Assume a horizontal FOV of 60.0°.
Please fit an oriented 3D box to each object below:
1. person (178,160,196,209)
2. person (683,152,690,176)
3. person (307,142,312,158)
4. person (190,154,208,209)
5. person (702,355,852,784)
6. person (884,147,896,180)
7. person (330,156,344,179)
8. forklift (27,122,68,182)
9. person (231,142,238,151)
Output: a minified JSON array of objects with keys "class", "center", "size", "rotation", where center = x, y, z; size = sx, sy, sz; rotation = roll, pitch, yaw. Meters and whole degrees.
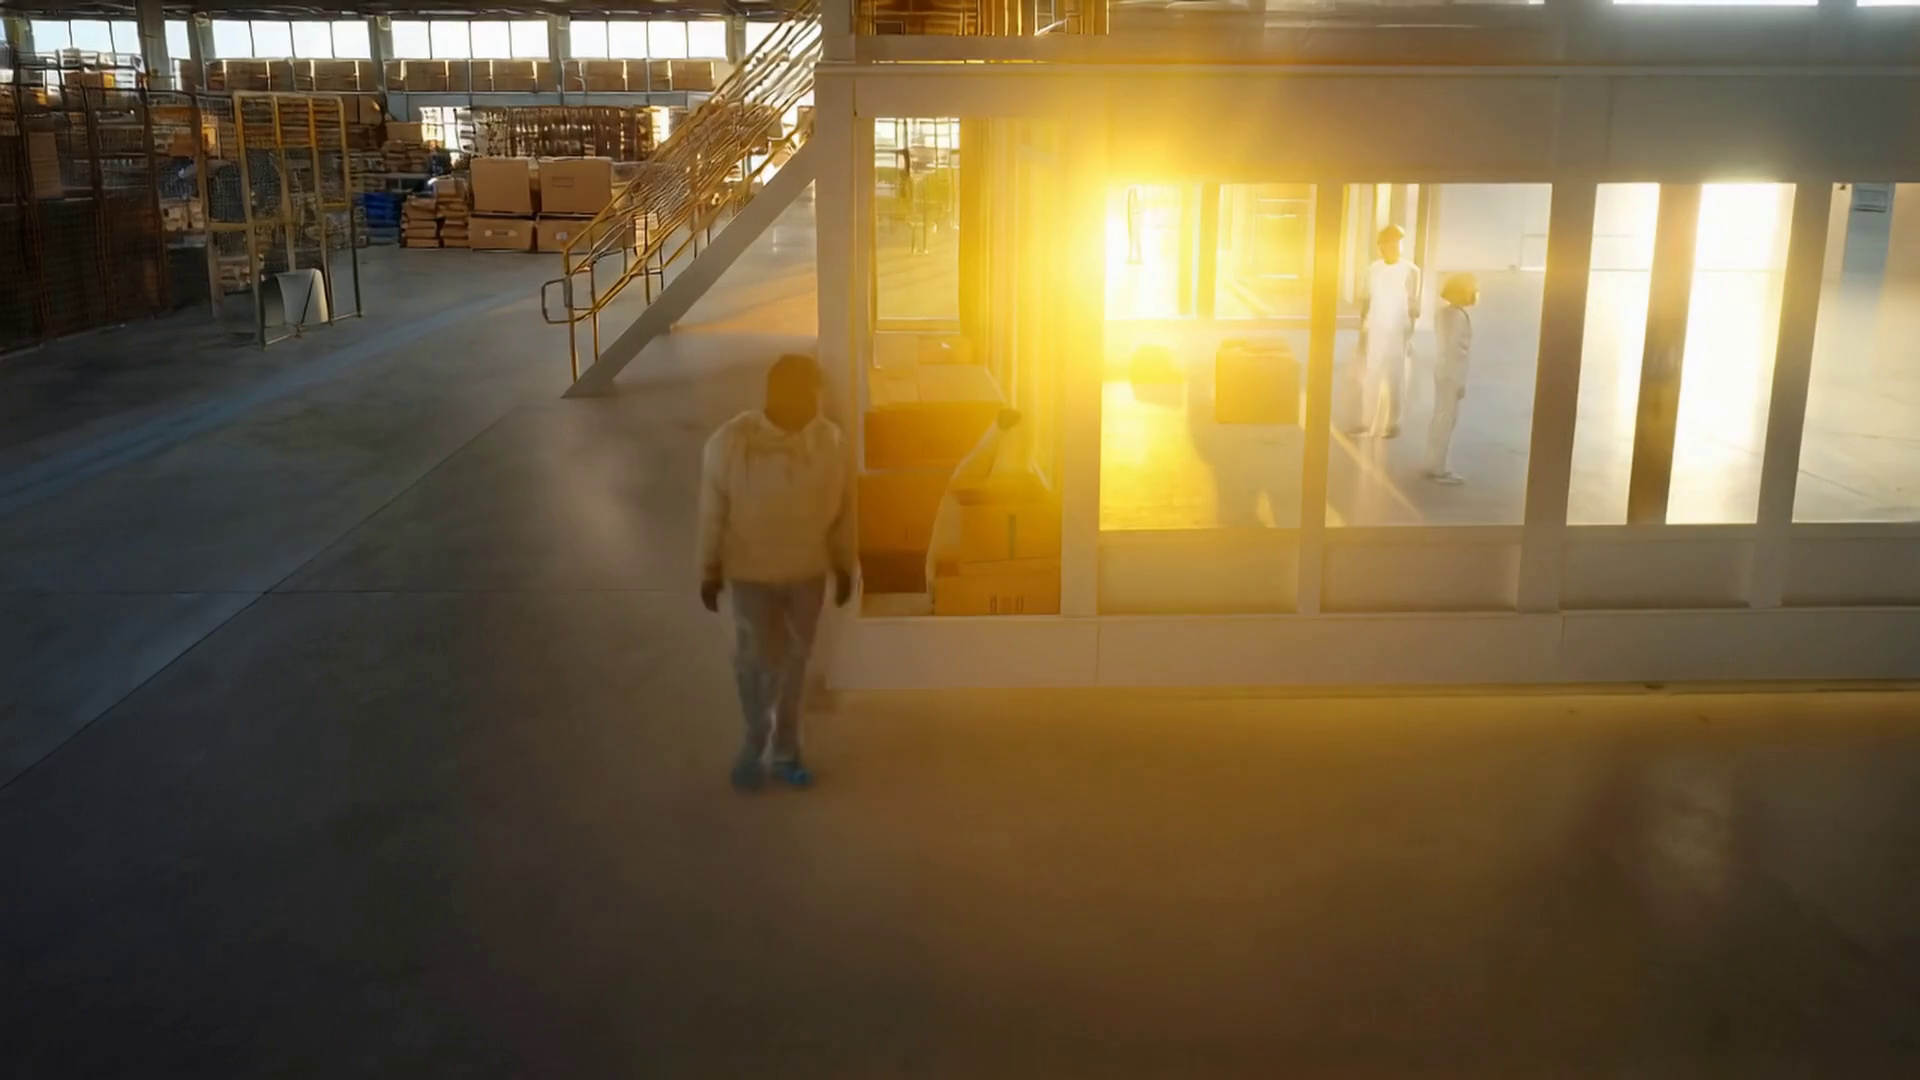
[{"class":"person","center":[-24.283,-11.121,52.277],"size":[0.543,1.649,0.887],"rotation":[0,14,0]},{"class":"person","center":[-10.635,-14.423,65.244],"size":[0.524,1.768,0.311],"rotation":[14,19,43]},{"class":"person","center":[-29.749,-17.278,76.299],"size":[1.044,1.935,0.647],"rotation":[-2,14,-9]},{"class":"person","center":[-24.979,-11.769,54.583],"size":[0.609,1.782,0.915],"rotation":[0,14,1]},{"class":"person","center":[-0.750,0.134,6.947],"size":[0.653,1.823,0.431],"rotation":[-8,16,-28]},{"class":"person","center":[-2.984,-15.966,71.322],"size":[0.641,1.810,0.605],"rotation":[11,18,36]},{"class":"person","center":[-14.890,-8.251,40.079],"size":[0.811,2.010,0.635],"rotation":[-9,17,-32]},{"class":"forklift","center":[-35.376,-14.773,64.377],"size":[1.129,2.768,1.873],"rotation":[-1,14,-2]},{"class":"person","center":[-39.914,-20.994,91.447],"size":[0.940,1.805,0.620],"rotation":[-8,16,-30]}]
